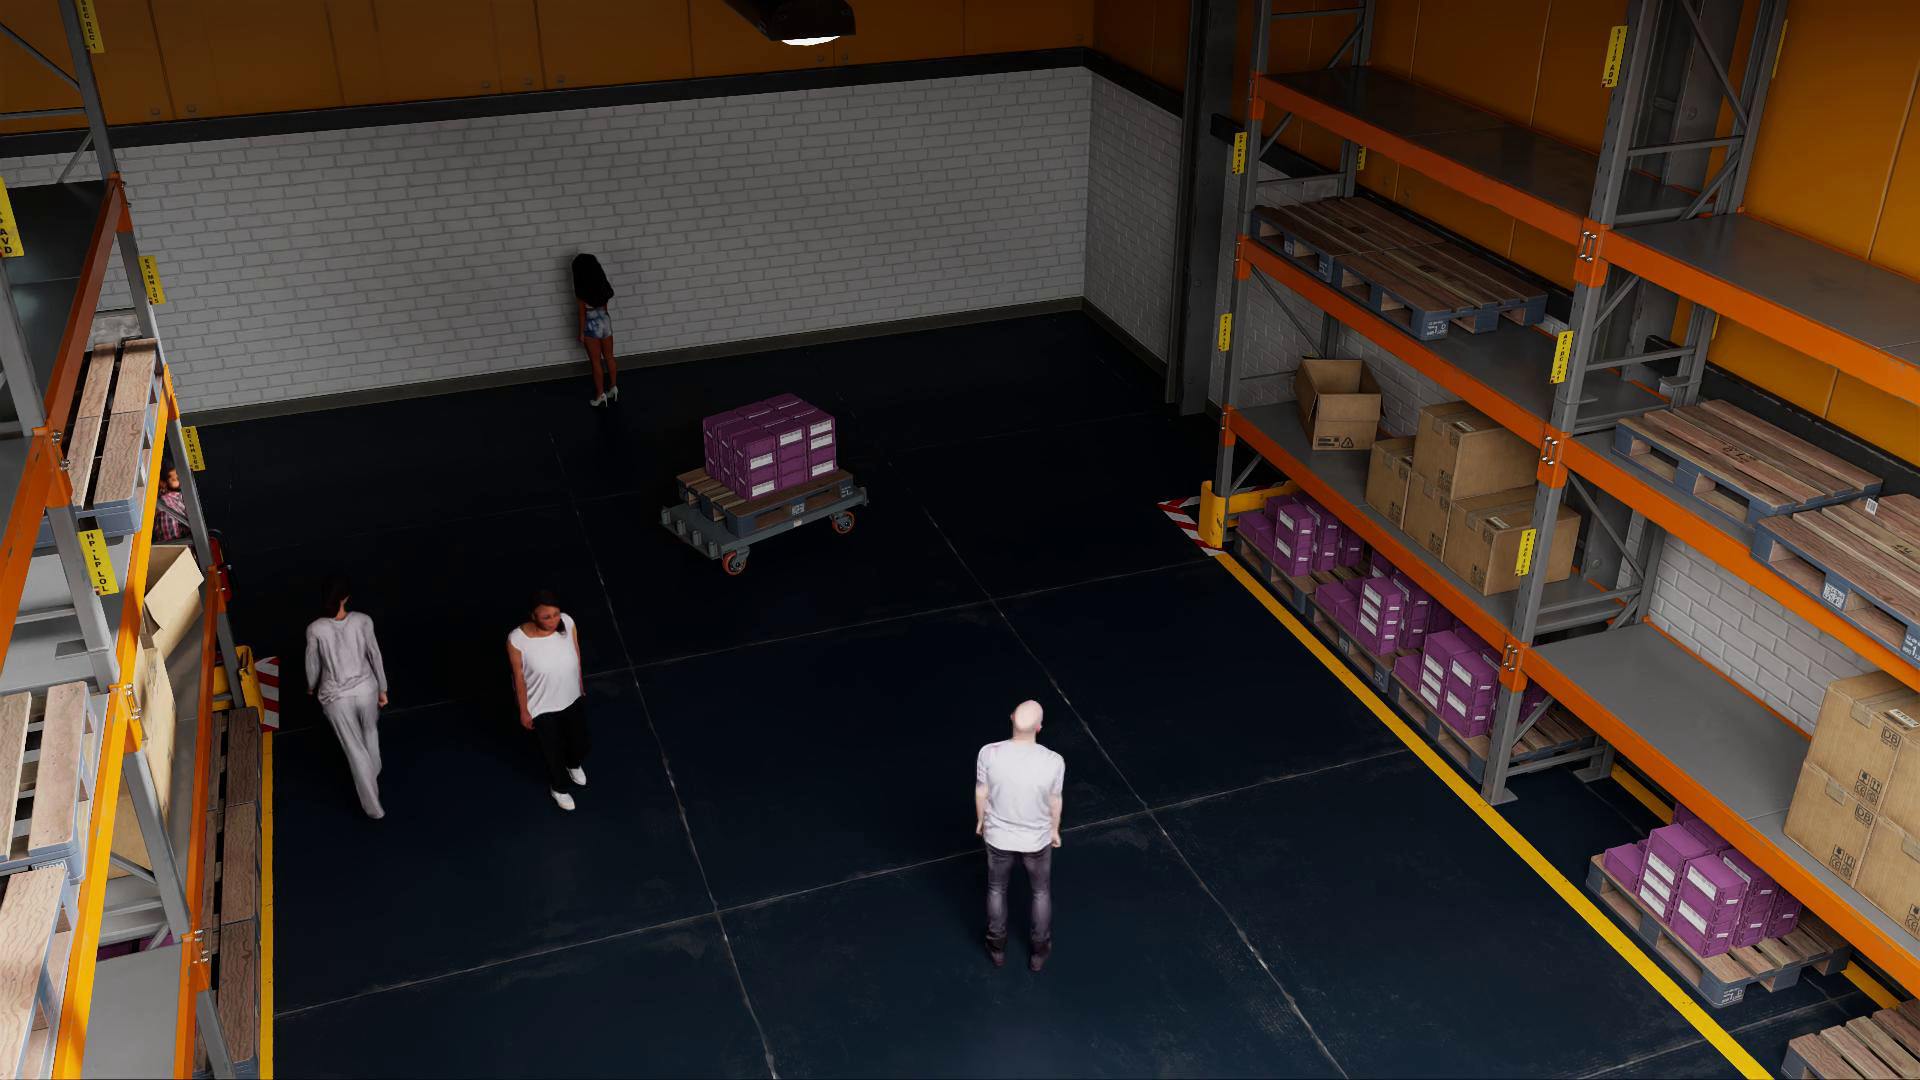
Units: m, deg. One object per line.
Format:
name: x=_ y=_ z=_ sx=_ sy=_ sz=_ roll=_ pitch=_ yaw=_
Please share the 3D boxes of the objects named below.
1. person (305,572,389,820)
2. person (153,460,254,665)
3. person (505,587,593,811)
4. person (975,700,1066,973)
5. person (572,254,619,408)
person: x=-3.982 y=1.076 z=10.952 sx=0.727 sy=1.750 sz=0.963 roll=-18 pitch=33 yaw=-29
person: x=-5.897 y=0.203 z=12.557 sx=0.796 sy=1.745 sz=0.754 roll=-13 pitch=31 yaw=-22
person: x=-2.760 y=1.024 z=11.127 sx=0.759 sy=1.674 sz=0.751 roll=-22 pitch=36 yaw=-35
person: x=0.337 y=1.716 z=9.698 sx=0.753 sy=1.827 sz=0.736 roll=-1 pitch=29 yaw=-3
person: x=-3.712 y=-2.142 z=16.994 sx=0.722 sy=1.613 sz=0.673 roll=17 pitch=33 yaw=28
